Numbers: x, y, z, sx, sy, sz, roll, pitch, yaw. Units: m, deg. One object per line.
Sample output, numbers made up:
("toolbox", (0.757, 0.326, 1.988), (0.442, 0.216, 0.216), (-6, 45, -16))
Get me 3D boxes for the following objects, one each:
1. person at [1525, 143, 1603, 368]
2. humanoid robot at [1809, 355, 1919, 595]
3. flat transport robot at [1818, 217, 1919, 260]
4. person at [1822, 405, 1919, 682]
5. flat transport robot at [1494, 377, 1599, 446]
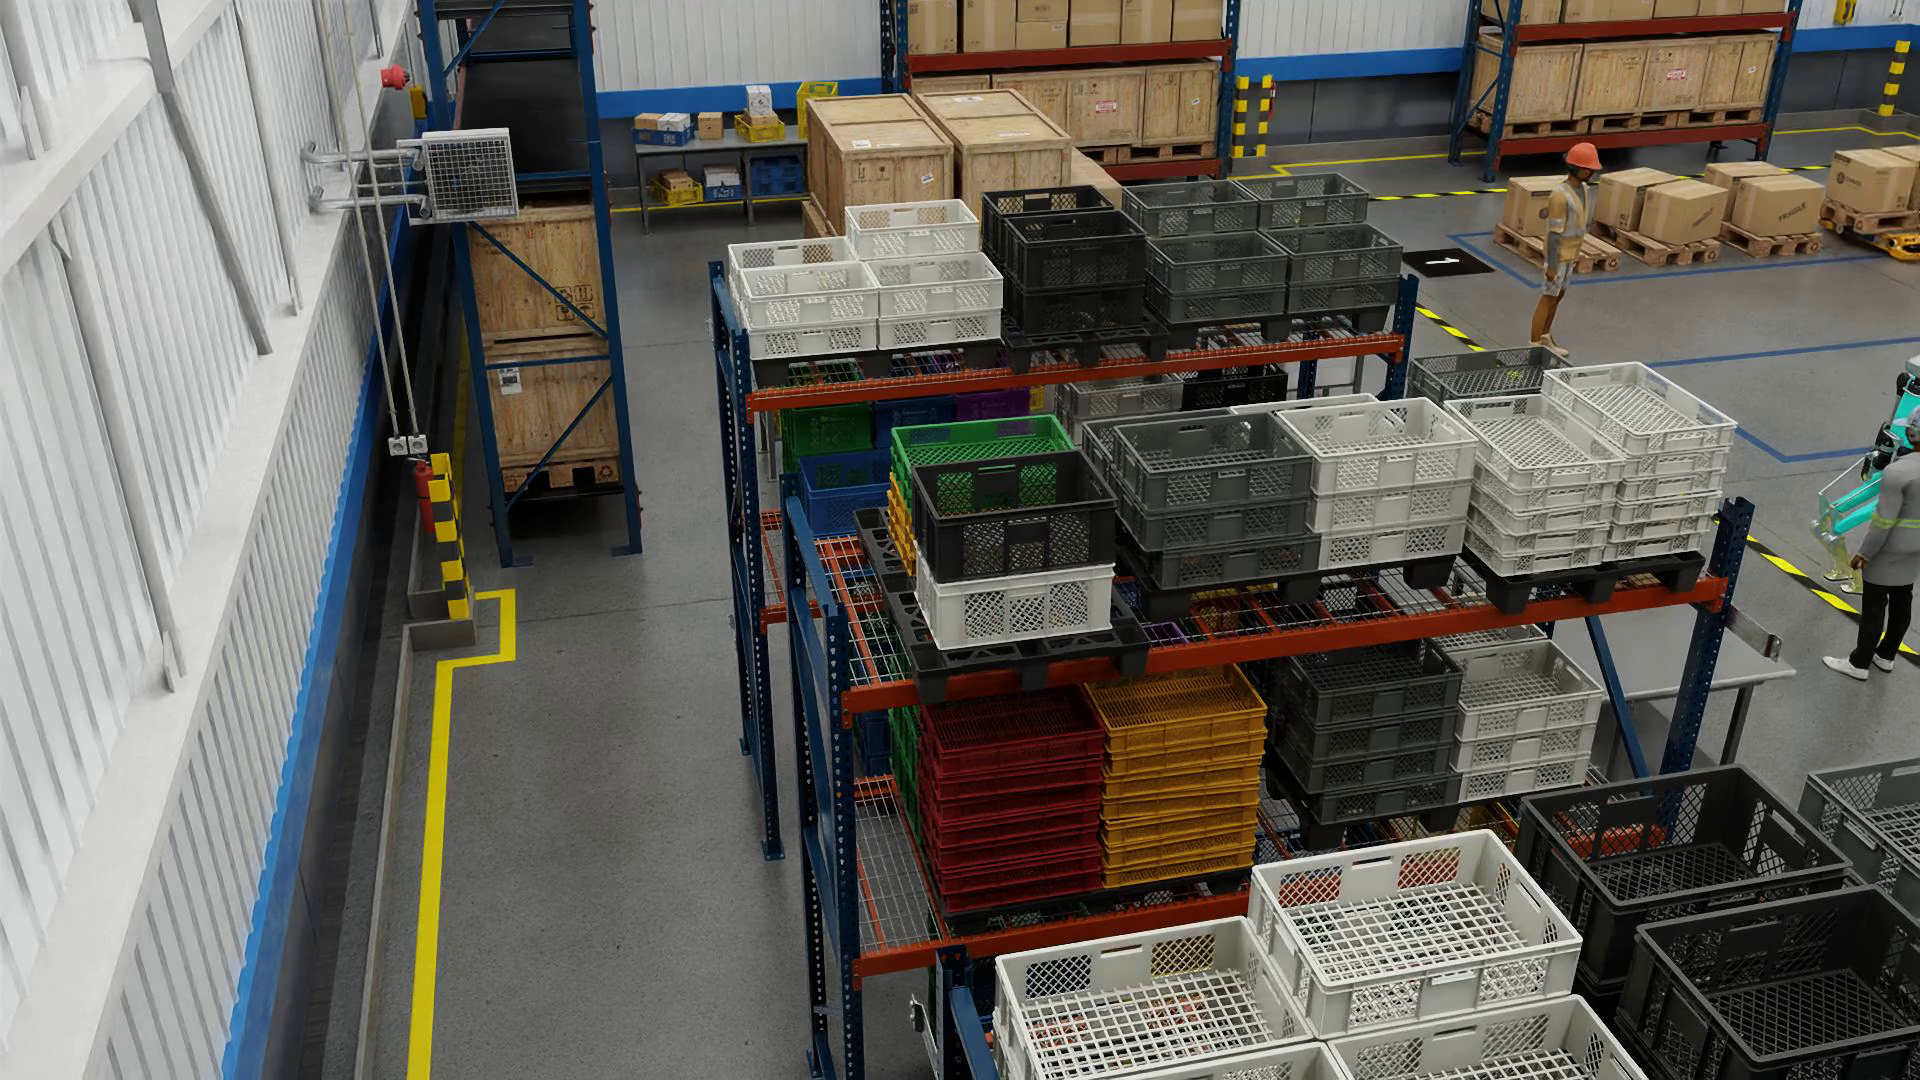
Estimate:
("person", (5.470, -2.576, 15.035), (0.379, 2.040, 0.614), (19, 33, 32))
("humanoid robot", (6.075, -0.429, 11.143), (0.735, 1.675, 0.533), (-1, 28, -2))
("flat transport robot", (10.329, -3.456, 18.574), (0.652, 0.197, 1.431), (-6, 28, -12))
("person", (5.796, 0.012, 10.330), (0.587, 1.848, 0.396), (-11, 30, -19))
("flat transport robot", (4.780, -1.036, 14.013), (0.659, 0.231, 1.431), (-6, 28, -12))
